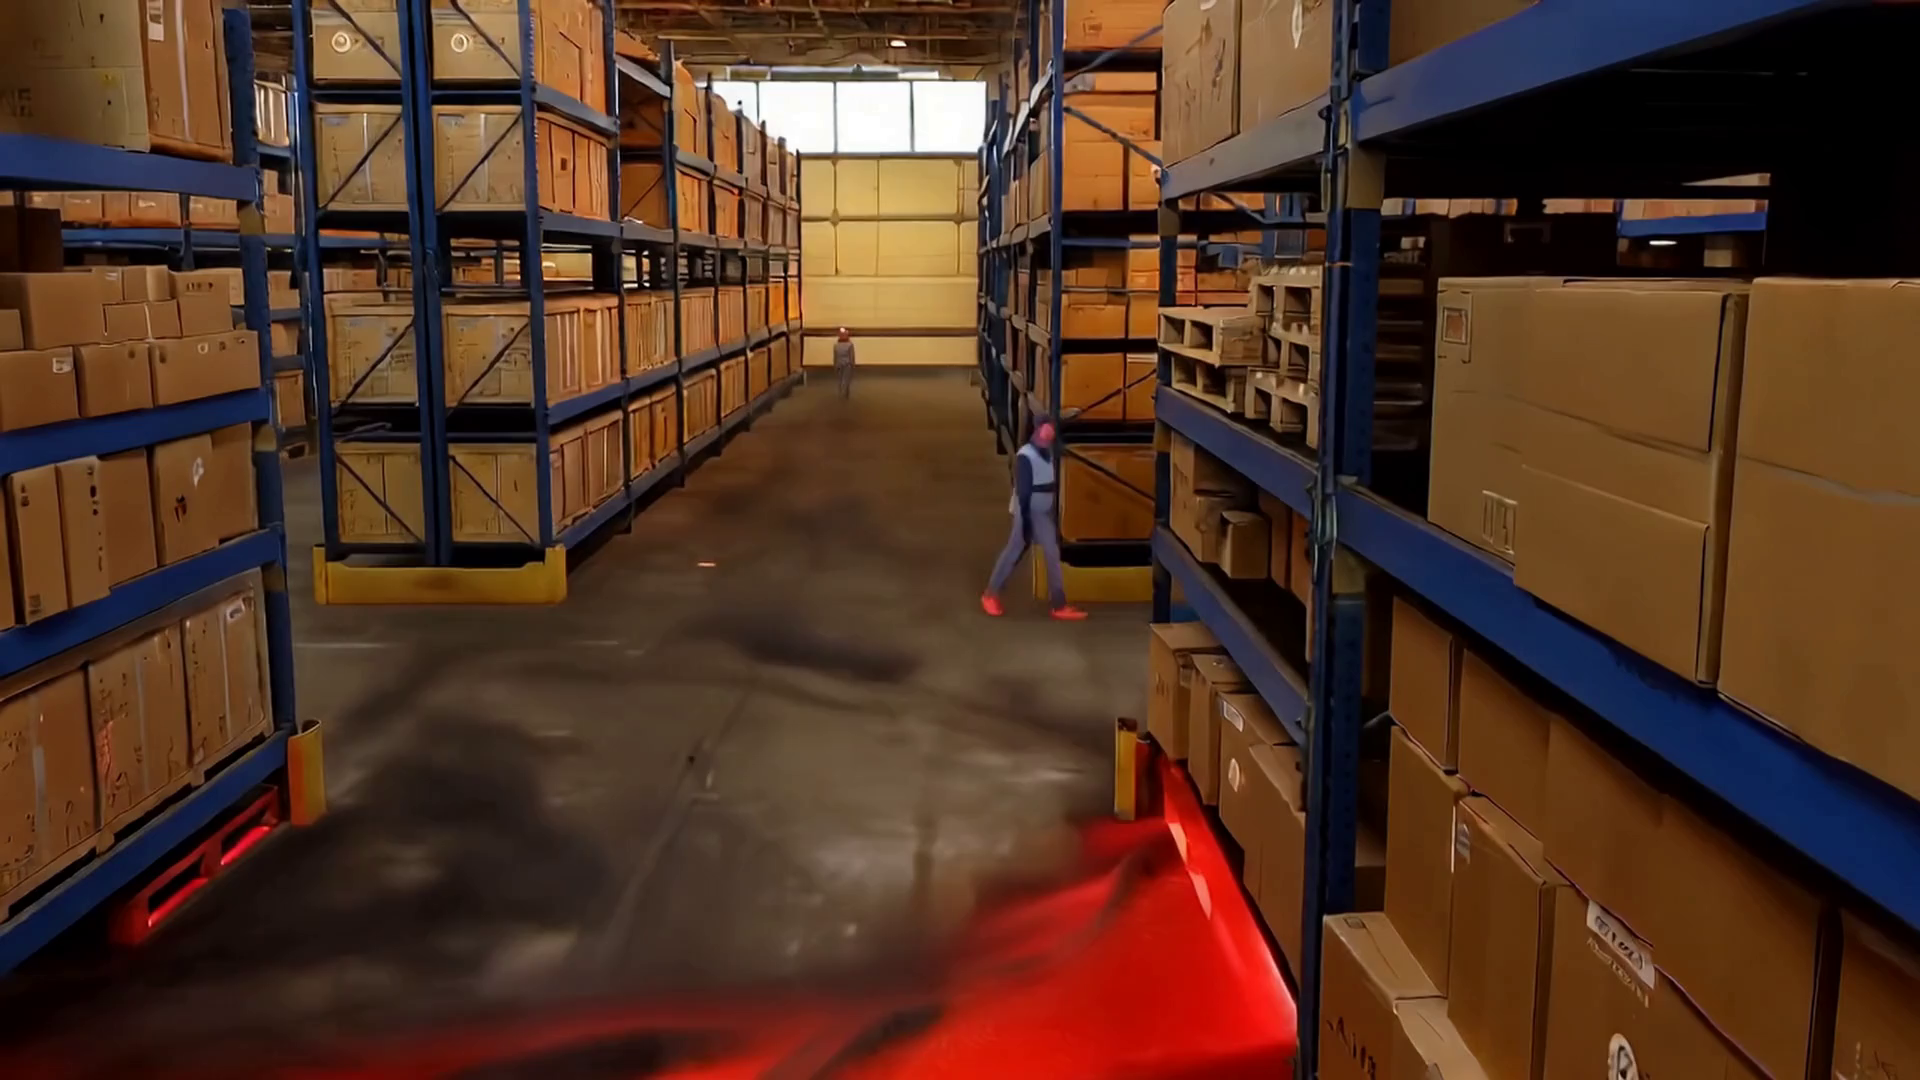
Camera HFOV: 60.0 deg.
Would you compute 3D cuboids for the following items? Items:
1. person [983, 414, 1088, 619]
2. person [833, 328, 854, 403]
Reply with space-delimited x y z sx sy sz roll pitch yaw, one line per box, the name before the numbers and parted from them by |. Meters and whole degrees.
person | 0.620 -0.210 14.517 0.985 1.782 0.625 5 11 29
person | -2.643 -3.957 37.750 0.492 1.695 0.909 -1 9 -5
